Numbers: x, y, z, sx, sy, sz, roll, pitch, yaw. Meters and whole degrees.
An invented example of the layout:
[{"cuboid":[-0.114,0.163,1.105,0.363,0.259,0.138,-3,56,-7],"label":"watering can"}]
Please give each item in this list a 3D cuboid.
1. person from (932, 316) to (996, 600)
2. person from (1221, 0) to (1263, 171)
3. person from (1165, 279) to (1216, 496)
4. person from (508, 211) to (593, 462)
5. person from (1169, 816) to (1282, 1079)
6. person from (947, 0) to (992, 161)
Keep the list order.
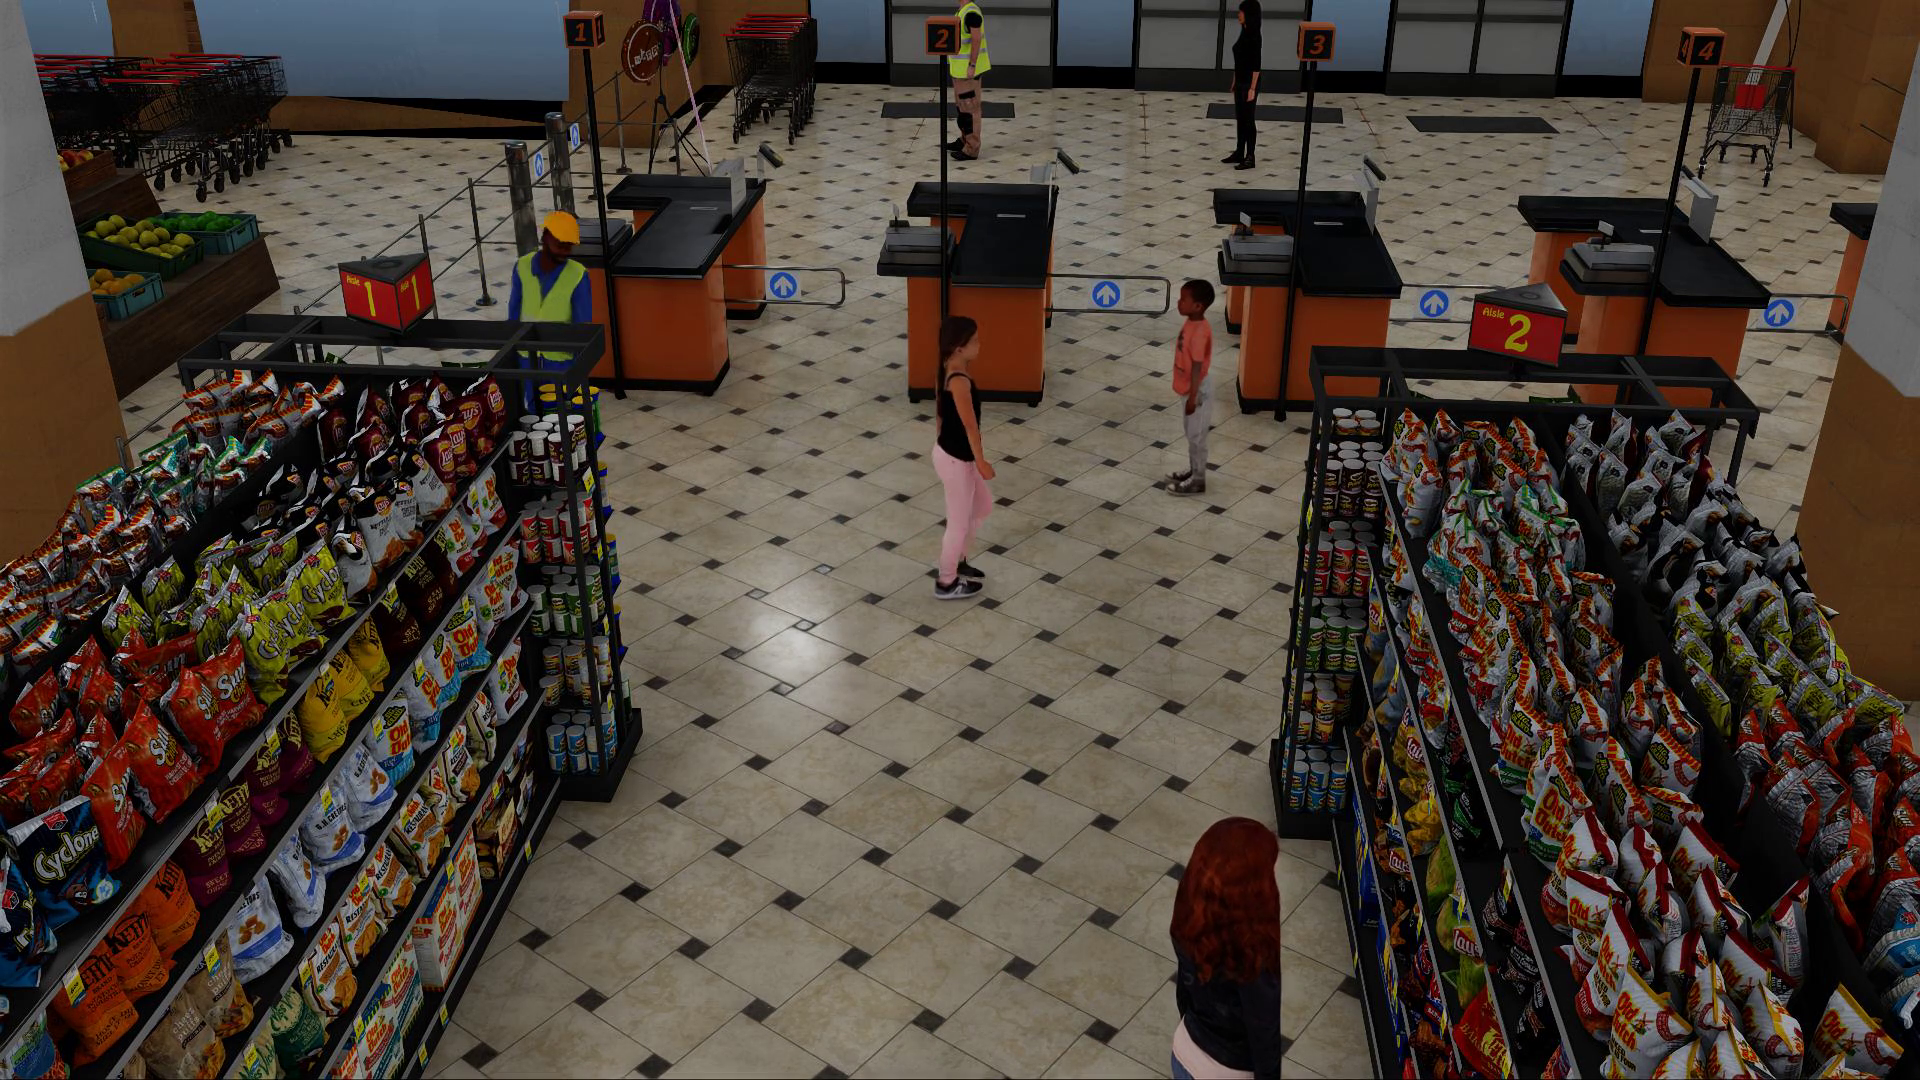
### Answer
[{"cuboid":[-0.072,-0.392,8.533,0.635,1.550,0.559,-4,27,-8],"label":"person"},{"cuboid":[2.880,-4.570,16.672,0.716,1.641,0.568,-8,28,-15],"label":"person"},{"cuboid":[1.401,-0.904,9.811,0.545,1.309,0.428,0,27,0],"label":"person"},{"cuboid":[-2.376,-1.048,9.572,0.873,1.782,0.644,14,30,26],"label":"person"},{"cuboid":[0.708,1.501,4.536,0.721,1.790,0.624,-10,29,-20],"label":"person"},{"cuboid":[0.054,-4.837,16.973,0.843,1.845,0.732,-5,27,-9],"label":"person"}]
